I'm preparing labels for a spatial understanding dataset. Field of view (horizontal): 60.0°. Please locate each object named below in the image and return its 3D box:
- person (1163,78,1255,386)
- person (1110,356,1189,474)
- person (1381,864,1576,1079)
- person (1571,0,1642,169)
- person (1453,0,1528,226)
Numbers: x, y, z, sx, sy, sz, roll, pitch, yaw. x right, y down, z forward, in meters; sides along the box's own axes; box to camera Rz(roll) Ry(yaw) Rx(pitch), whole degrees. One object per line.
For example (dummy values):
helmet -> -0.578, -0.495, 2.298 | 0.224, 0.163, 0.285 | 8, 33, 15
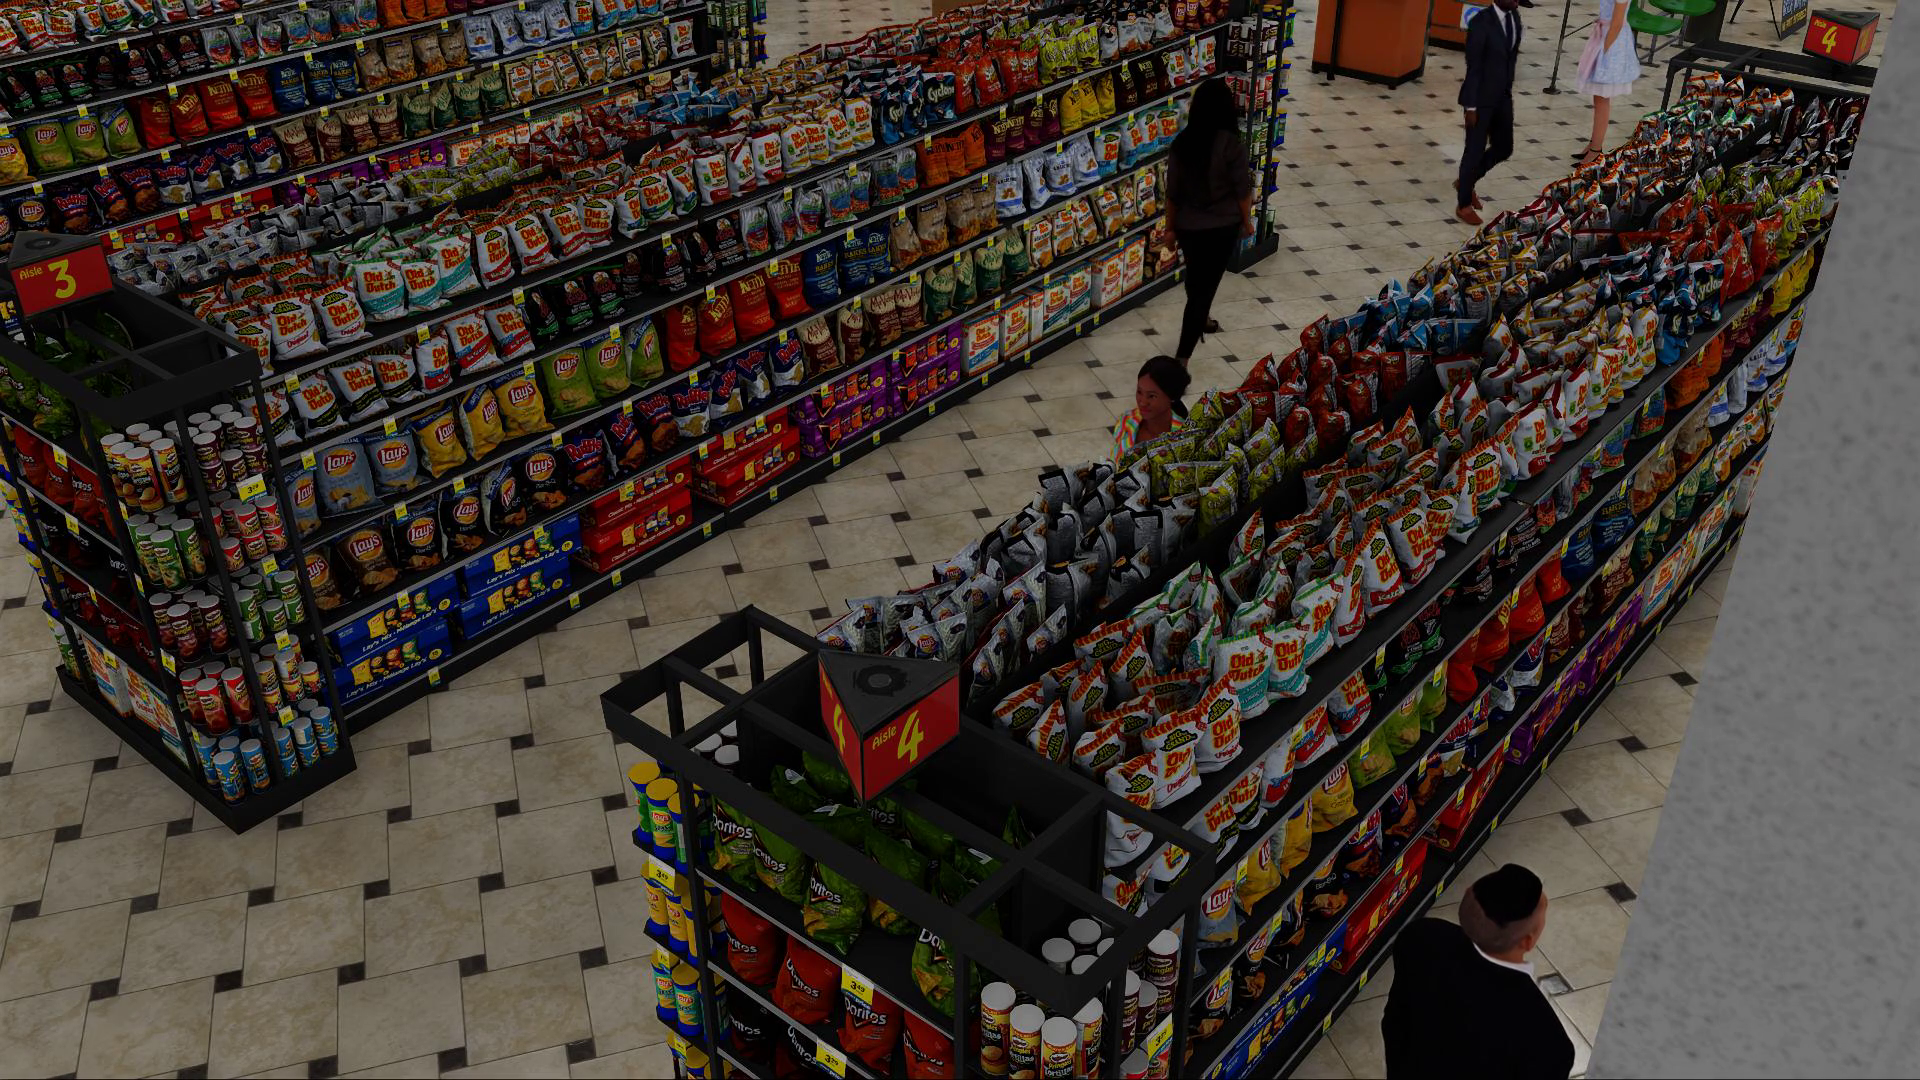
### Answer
person -> 1.425, -1.759, 9.879 | 0.726, 1.785, 1.179 | 19, 37, 28
person -> 0.790, 0.046, 6.971 | 0.617, 1.794, 0.565 | 18, 36, 27
person -> 1.305, 1.558, 4.392 | 0.690, 1.950, 0.761 | -20, 37, -29
person -> 5.165, -3.873, 13.247 | 0.864, 1.818, 0.780 | 11, 33, 17
person -> 3.831, -3.266, 12.279 | 0.692, 1.808, 0.840 | -21, 37, -29
